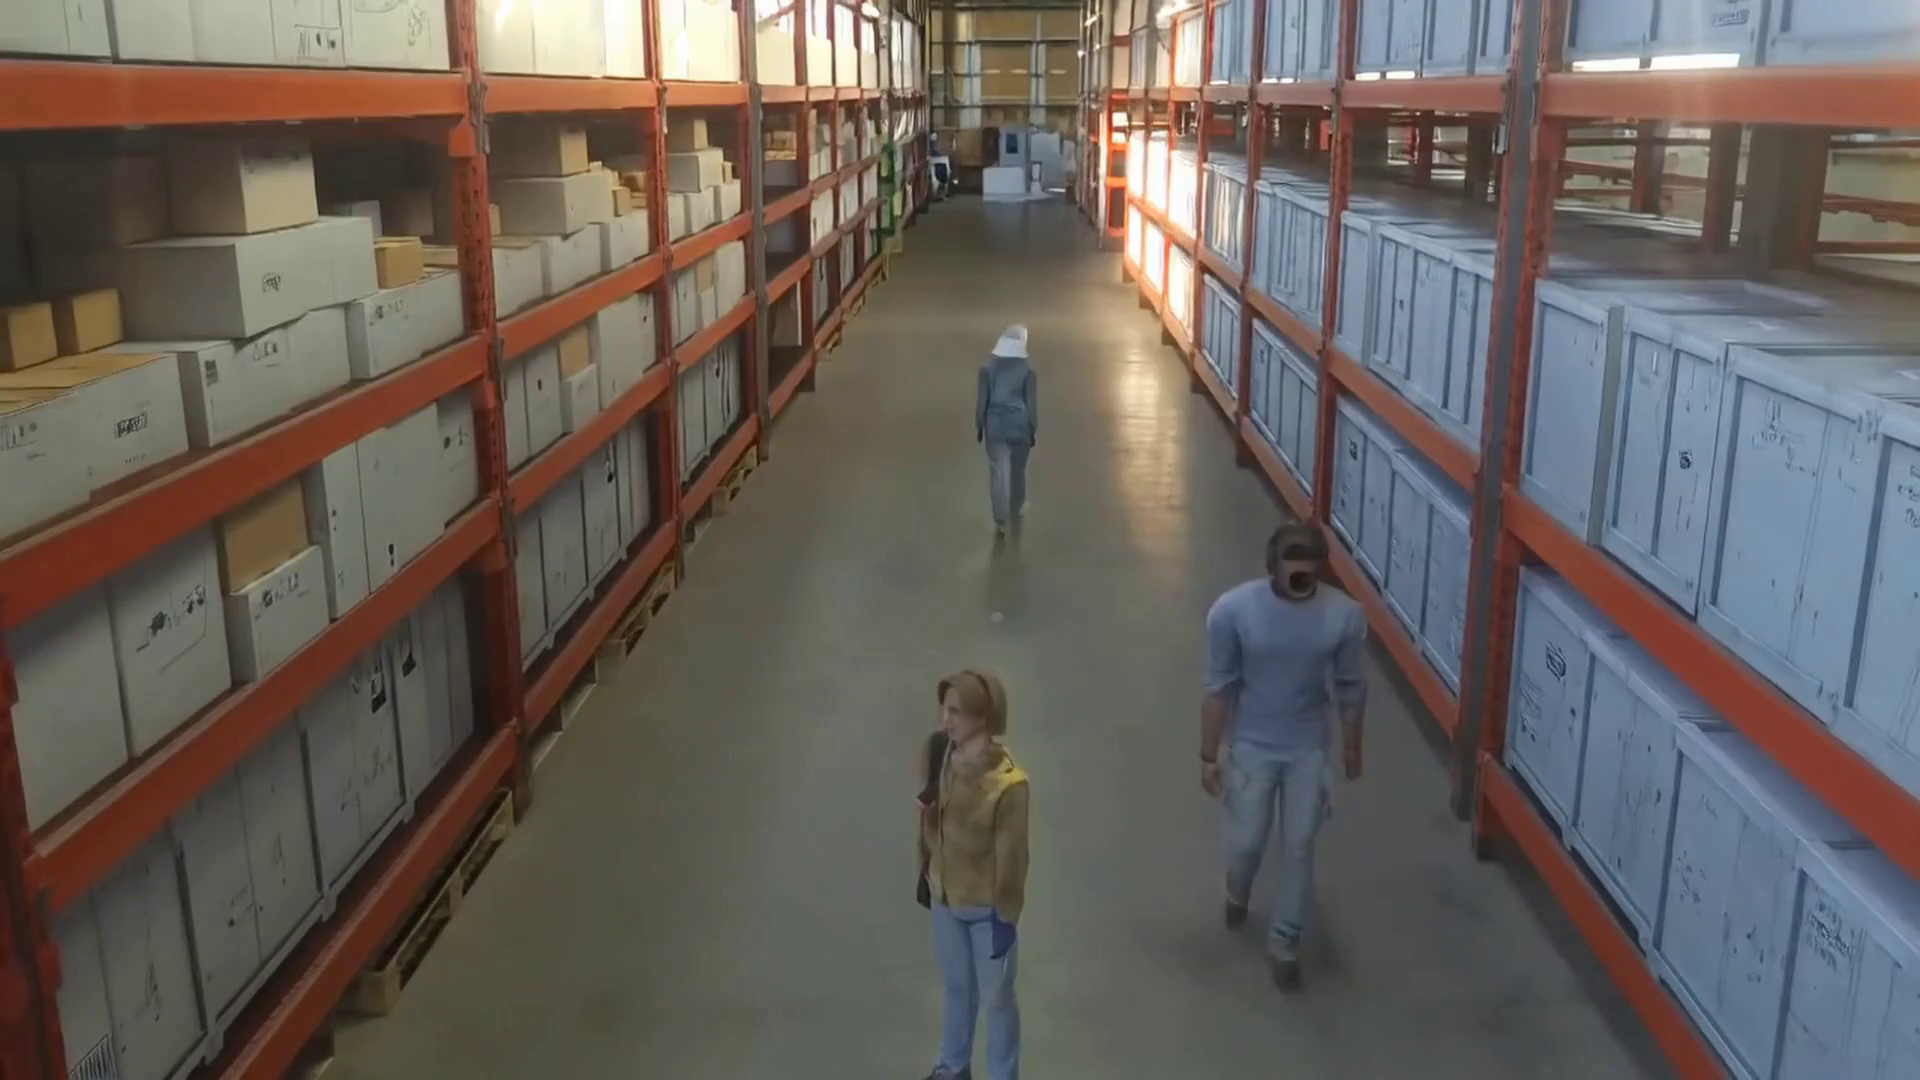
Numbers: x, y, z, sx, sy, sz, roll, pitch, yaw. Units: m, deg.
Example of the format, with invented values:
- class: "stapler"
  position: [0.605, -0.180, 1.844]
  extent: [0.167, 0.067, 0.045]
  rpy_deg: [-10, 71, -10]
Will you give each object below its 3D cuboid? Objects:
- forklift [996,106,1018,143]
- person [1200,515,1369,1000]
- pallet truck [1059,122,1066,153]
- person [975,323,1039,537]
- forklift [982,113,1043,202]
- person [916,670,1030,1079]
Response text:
- class: "forklift"
  position: [2.267, -20.300, 83.321]
  extent: [1.129, 2.768, 1.873]
  rpy_deg: [-7, 17, -24]
- class: "person"
  position: [1.259, 0.815, 6.571]
  extent: [0.645, 1.926, 0.608]
  rpy_deg: [0, 15, -1]
- class: "pallet truck"
  position: [5.788, -21.111, 88.014]
  extent: [1.885, 1.965, 0.823]
  rpy_deg: [5, 16, 18]
- class: "person"
  position: [0.385, -0.914, 13.439]
  extent: [0.520, 1.673, 0.873]
  rpy_deg: [2, 15, 8]
- class: "forklift"
  position: [1.709, -12.499, 54.297]
  extent: [1.129, 2.768, 1.873]
  rpy_deg: [13, 20, 41]
- class: "person"
  position: [0.039, 1.213, 5.629]
  extent: [0.307, 1.642, 0.514]
  rpy_deg: [-12, 19, -37]
